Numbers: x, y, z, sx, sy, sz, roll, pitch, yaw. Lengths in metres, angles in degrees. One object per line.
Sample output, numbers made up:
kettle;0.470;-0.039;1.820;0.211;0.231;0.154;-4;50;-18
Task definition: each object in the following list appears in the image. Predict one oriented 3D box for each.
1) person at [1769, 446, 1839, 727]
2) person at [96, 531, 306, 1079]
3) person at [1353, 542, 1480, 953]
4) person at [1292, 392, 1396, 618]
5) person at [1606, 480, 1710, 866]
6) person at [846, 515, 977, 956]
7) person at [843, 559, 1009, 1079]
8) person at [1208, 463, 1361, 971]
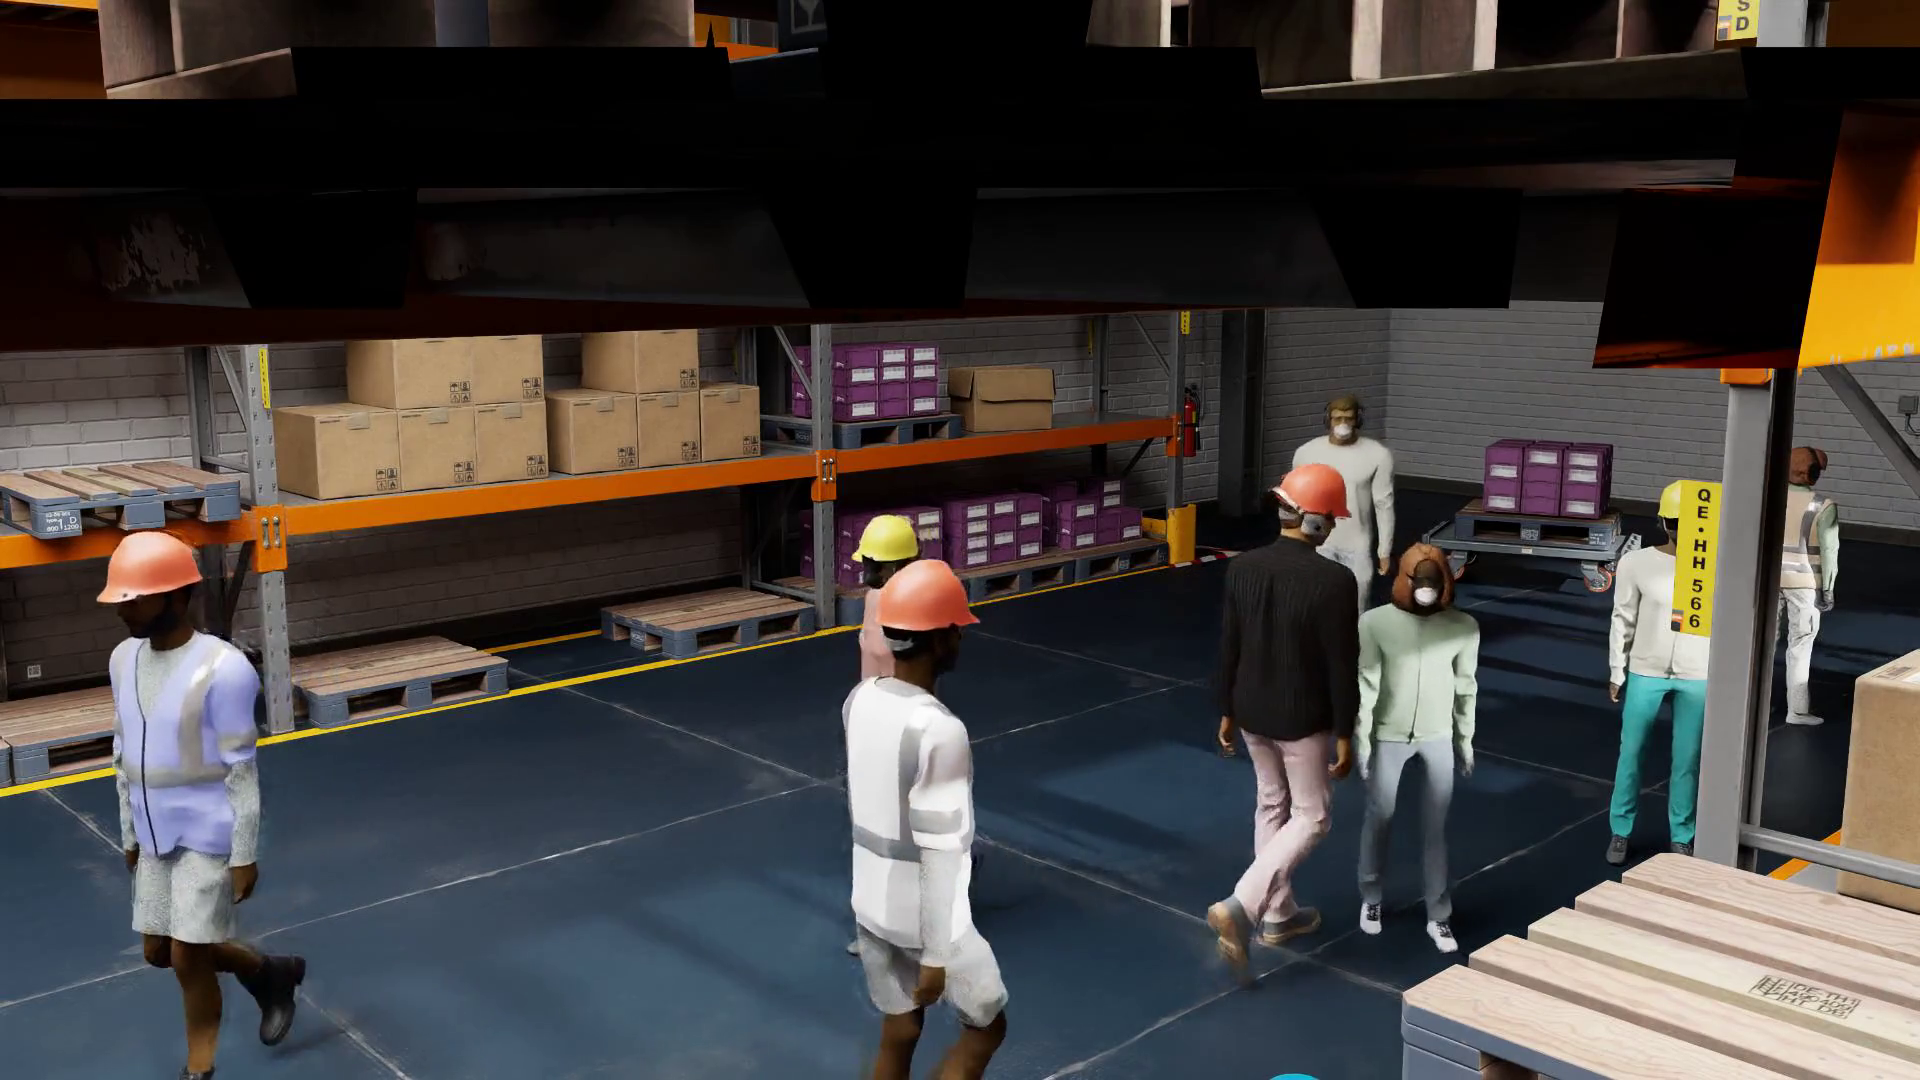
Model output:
person;4.874;0.269;9.746;0.311;1.636;0.523;-5;11;-29
person;-2.398;0.896;5.286;0.544;1.917;0.693;4;11;23
person;1.807;0.808;6.638;0.505;1.631;0.337;0;10;2
person;2.401;0.016;10.428;0.639;1.917;0.806;3;10;20
person;3.165;0.605;7.398;0.529;1.767;0.329;2;10;14
person;-0.203;0.752;6.583;0.536;1.747;0.536;-4;11;-23
person;-0.100;1.001;4.624;0.400;1.921;0.549;-8;12;-38
person;1.218;0.683;6.378;0.726;1.963;0.634;-8;13;-39
